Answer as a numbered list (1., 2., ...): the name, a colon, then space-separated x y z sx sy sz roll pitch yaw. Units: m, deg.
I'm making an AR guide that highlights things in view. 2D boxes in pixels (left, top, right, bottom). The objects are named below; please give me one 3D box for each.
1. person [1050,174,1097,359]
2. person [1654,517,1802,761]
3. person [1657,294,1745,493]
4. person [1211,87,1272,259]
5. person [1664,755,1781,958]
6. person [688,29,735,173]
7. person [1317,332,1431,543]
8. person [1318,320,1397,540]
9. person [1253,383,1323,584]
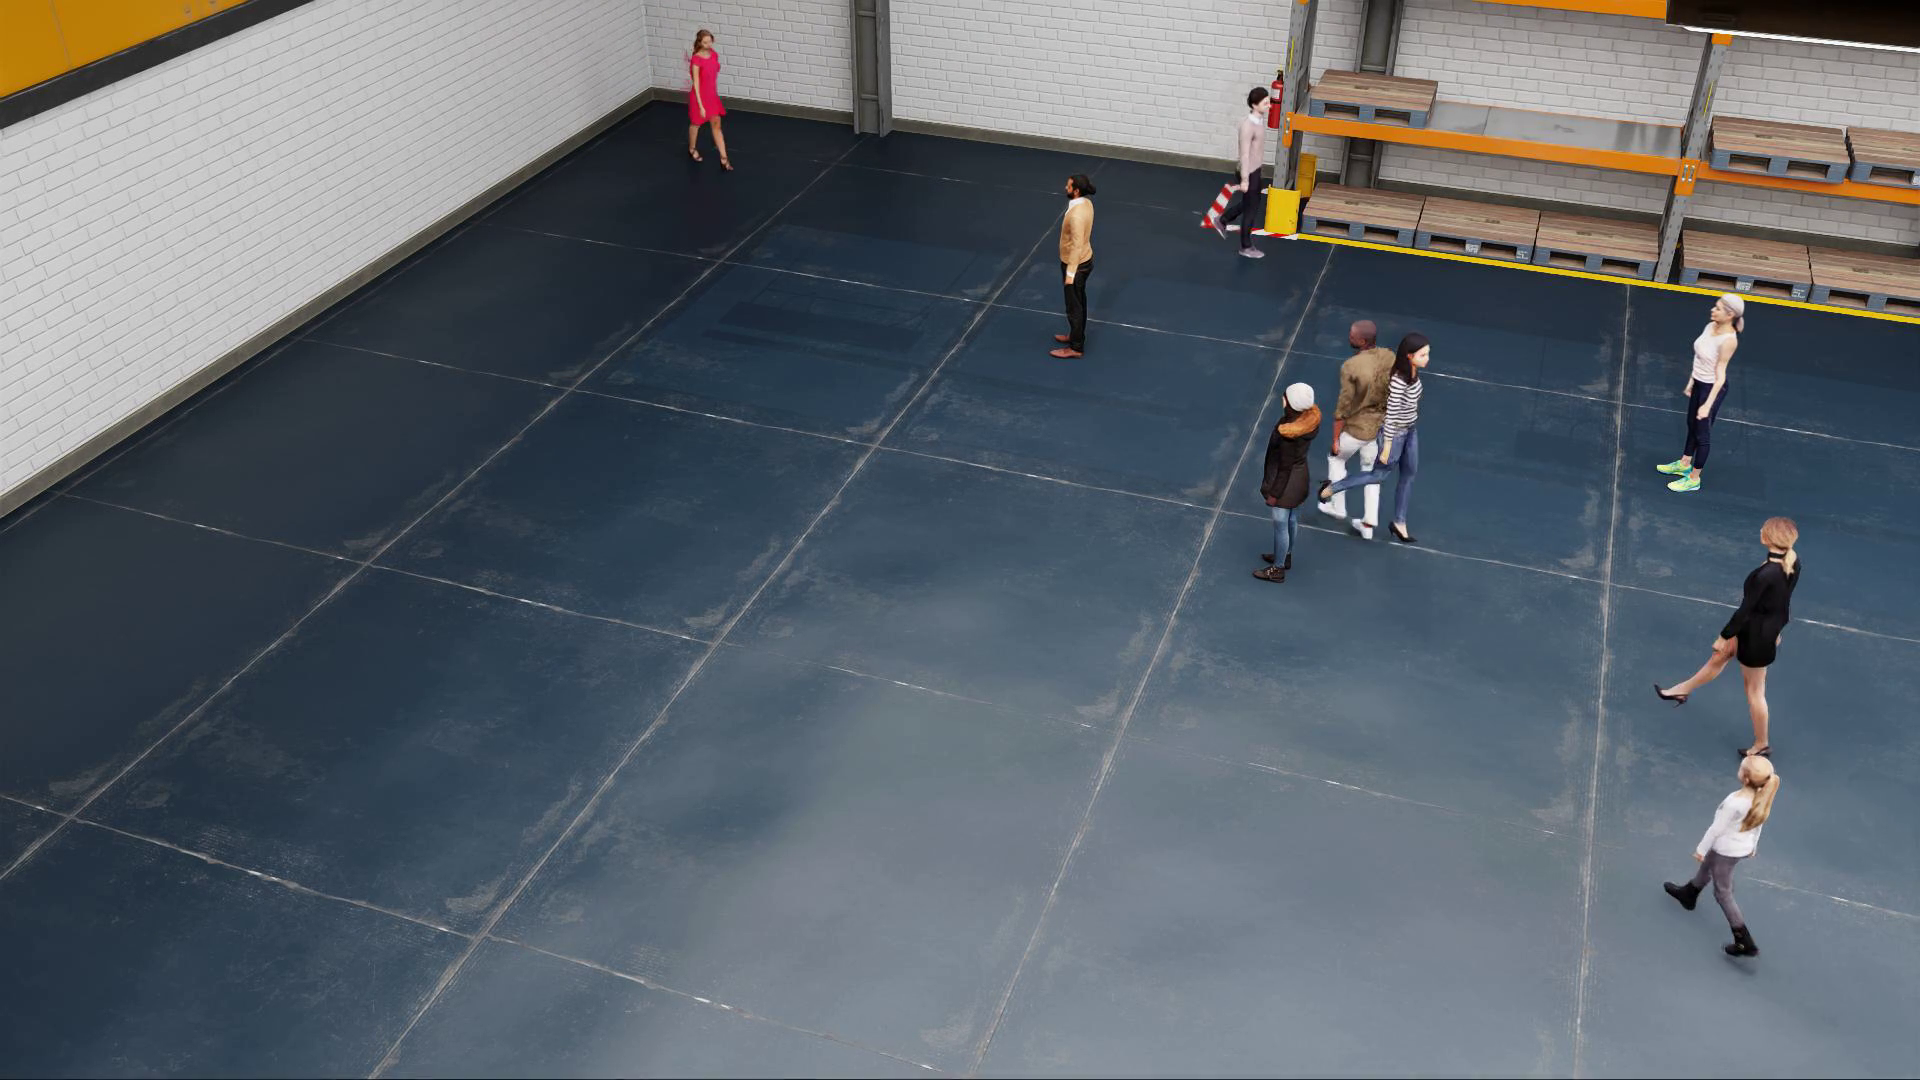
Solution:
1. person: 1.065 -2.537 15.317 0.637 1.754 0.701 6 34 8
2. person: 5.074 0.683 10.507 0.994 1.717 1.188 -24 40 -31
3. person: 6.003 -1.194 13.345 0.623 1.702 0.654 2 34 4
4. person: 2.937 -3.807 17.193 0.896 1.793 0.693 16 37 23
5. person: 4.354 1.767 9.290 0.857 1.259 0.954 -17 37 -24
6. person: -3.013 -5.116 19.283 1.133 1.659 0.849 23 40 31
7. person: 3.220 -0.780 12.659 1.093 1.771 0.692 17 37 24
8. person: 3.100 -0.795 12.661 1.005 1.794 1.065 -13 36 -18
9. person: 2.417 -0.435 12.263 0.651 1.634 0.661 17 37 23
